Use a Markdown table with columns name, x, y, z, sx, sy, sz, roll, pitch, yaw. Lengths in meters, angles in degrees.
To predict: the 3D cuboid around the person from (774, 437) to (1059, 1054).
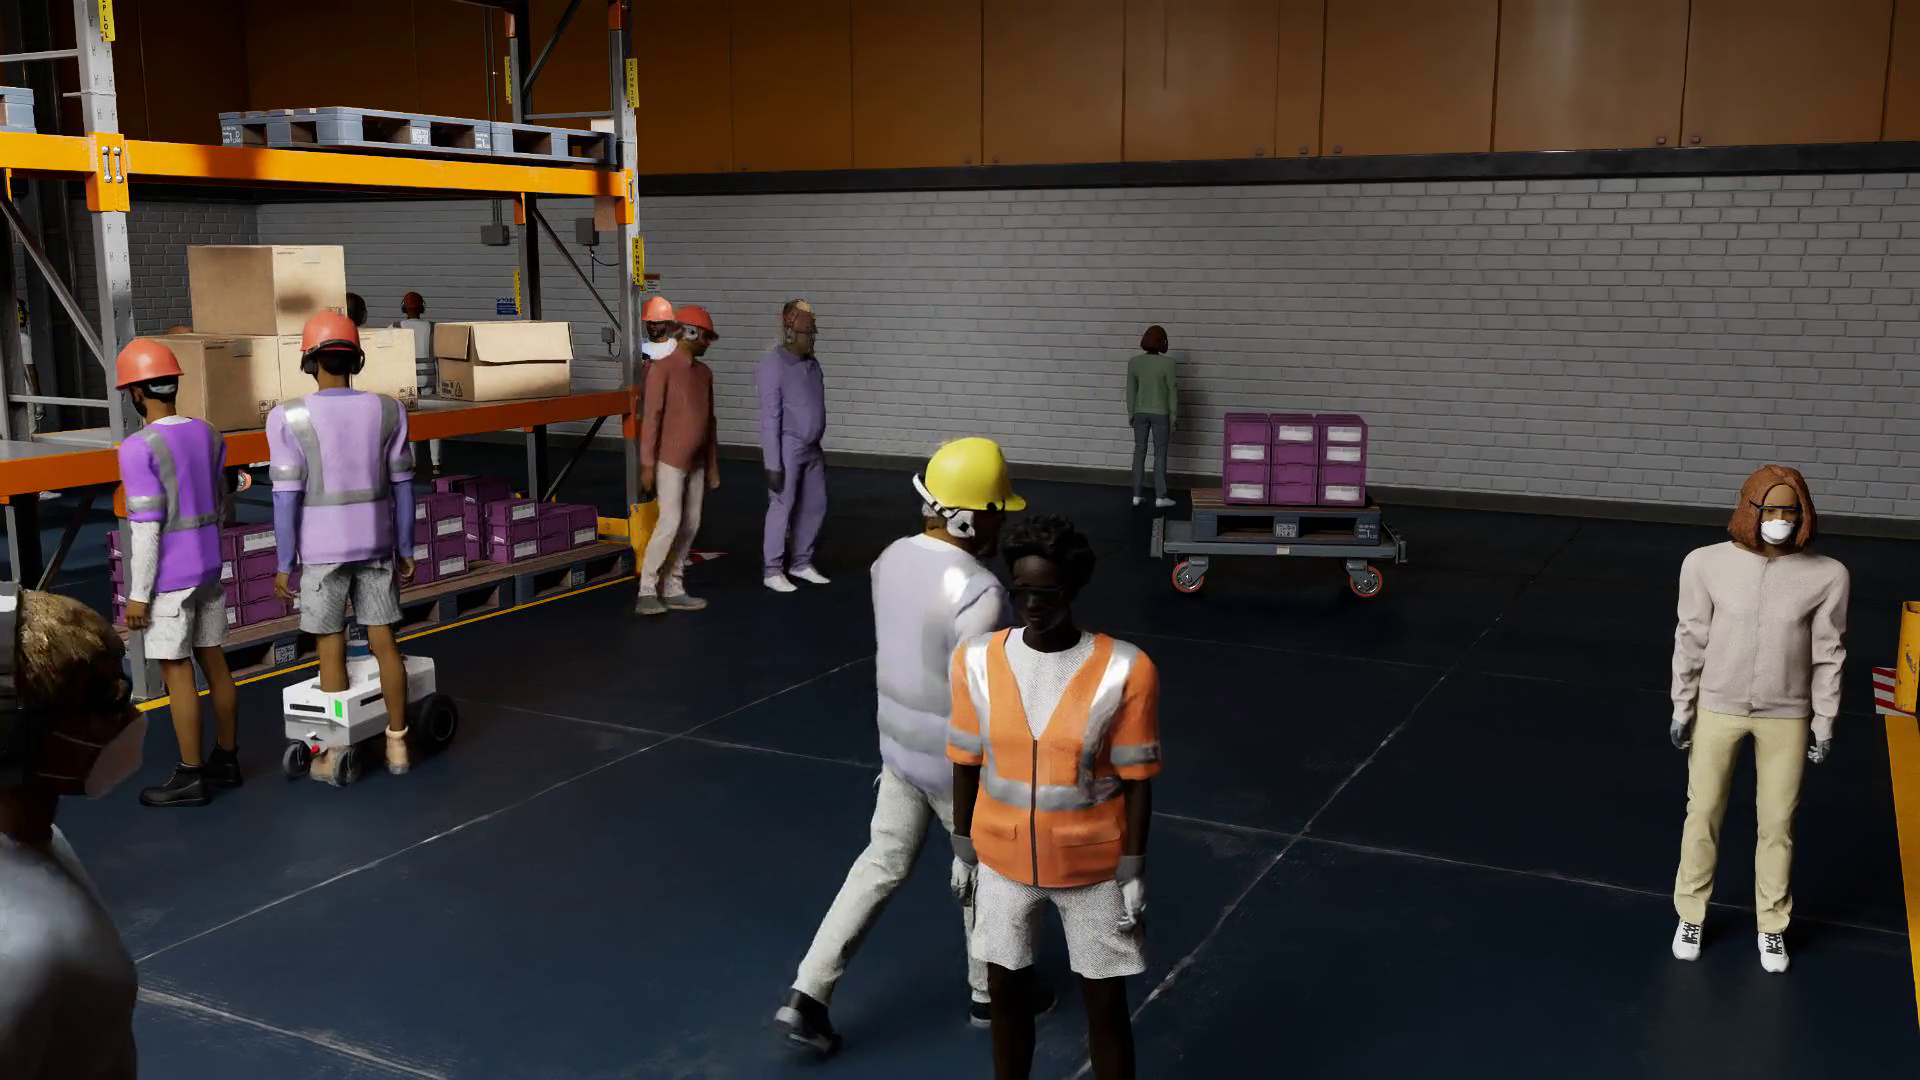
| name | x | y | z | sx | sy | sz | roll | pitch | yaw |
| --- | --- | --- | --- | --- | --- | --- | --- | --- | --- |
| person | -0.112 | 0.598 | 4.661 | 0.874 | 1.791 | 0.614 | -6 | 12 | -33 |

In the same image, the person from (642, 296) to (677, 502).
| name | x | y | z | sx | sy | sz | roll | pitch | yaw |
| --- | --- | --- | --- | --- | --- | --- | --- | --- | --- |
| person | -2.406 | -0.982 | 13.367 | 0.547 | 1.934 | 0.376 | -3 | 10 | -17 |

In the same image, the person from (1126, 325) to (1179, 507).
| name | x | y | z | sx | sy | sz | roll | pitch | yaw |
| --- | --- | --- | --- | --- | --- | --- | --- | --- | --- |
| person | 1.739 | -1.116 | 15.014 | 0.507 | 1.631 | 0.266 | 7 | 12 | 33 |

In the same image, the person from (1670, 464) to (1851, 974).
| name | x | y | z | sx | sy | sz | roll | pitch | yaw |
| --- | --- | --- | --- | --- | --- | --- | --- | --- | --- |
| person | 2.528 | 0.566 | 5.304 | 0.497 | 1.629 | 0.276 | 4 | 10 | 20 |

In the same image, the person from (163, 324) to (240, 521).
| name | x | y | z | sx | sy | sz | roll | pitch | yaw |
| --- | --- | --- | --- | --- | --- | --- | --- | --- | --- |
| person | -4.910 | -0.459 | 10.638 | 0.619 | 1.835 | 0.430 | -1 | 10 | -6 |

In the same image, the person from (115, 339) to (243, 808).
| name | x | y | z | sx | sy | sz | roll | pitch | yaw |
| --- | --- | --- | --- | --- | --- | --- | --- | --- | --- |
| person | -3.253 | 0.143 | 6.869 | 0.375 | 1.930 | 0.542 | 2 | 10 | 12 |

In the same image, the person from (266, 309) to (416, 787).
| name | x | y | z | sx | sy | sz | roll | pitch | yaw |
| --- | --- | --- | --- | --- | --- | --- | --- | --- | --- |
| person | -2.661 | 0.033 | 7.178 | 0.614 | 2.040 | 0.390 | -8 | 13 | -40 |

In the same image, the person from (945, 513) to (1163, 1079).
| name | x | y | z | sx | sy | sz | roll | pitch | yaw |
| --- | --- | --- | --- | --- | --- | --- | --- | --- | --- |
| person | 0.217 | 0.765 | 3.974 | 0.533 | 1.687 | 0.320 | 4 | 10 | 19 |

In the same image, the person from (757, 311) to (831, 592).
| name | x | y | z | sx | sy | sz | roll | pitch | yaw |
| --- | --- | --- | --- | --- | --- | --- | --- | --- | --- |
| person | -1.111 | -0.603 | 11.325 | 0.425 | 1.892 | 0.725 | 5 | 11 | 25 |

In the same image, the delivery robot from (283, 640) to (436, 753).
| name | x | y | z | sx | sy | sz | roll | pitch | yaw |
| --- | --- | --- | --- | --- | --- | --- | --- | --- | --- |
| delivery robot | -2.667 | 0.690 | 7.409 | 0.477 | 0.478 | 0.707 | 3 | 10 | 19 |

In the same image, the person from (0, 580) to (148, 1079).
| name | x | y | z | sx | sy | sz | roll | pitch | yaw |
| --- | --- | --- | --- | --- | --- | --- | --- | --- | --- |
| person | -1.270 | 0.987 | 2.123 | 0.998 | 1.898 | 0.636 | -7 | 12 | -36 |

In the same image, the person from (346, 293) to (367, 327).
| name | x | y | z | sx | sy | sz | roll | pitch | yaw |
| --- | --- | --- | --- | --- | --- | --- | --- | --- | --- |
| person | -5.270 | -1.178 | 14.504 | 0.629 | 1.937 | 0.373 | 9 | 13 | 41 |

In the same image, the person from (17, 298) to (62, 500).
| name | x | y | z | sx | sy | sz | roll | pitch | yaw |
| --- | --- | --- | --- | --- | --- | --- | --- | --- | --- |
| person | -8.651 | -1.290 | 15.339 | 0.511 | 1.872 | 0.329 | 3 | 10 | 16 |

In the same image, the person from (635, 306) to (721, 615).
| name | x | y | z | sx | sy | sz | roll | pitch | yaw |
| --- | --- | --- | --- | --- | --- | --- | --- | --- | --- |
| person | -1.772 | -0.497 | 10.541 | 0.372 | 1.943 | 0.717 | 5 | 11 | 25 |

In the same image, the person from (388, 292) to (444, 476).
| name | x | y | z | sx | sy | sz | roll | pitch | yaw |
| --- | --- | --- | --- | --- | --- | --- | --- | --- | --- |
| person | -5.579 | -1.603 | 17.107 | 0.585 | 1.882 | 0.340 | -5 | 11 | -27 |

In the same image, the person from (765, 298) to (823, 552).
| name | x | y | z | sx | sy | sz | roll | pitch | yaw |
| --- | --- | --- | --- | --- | --- | --- | --- | --- | --- |
| person | -1.275 | -0.882 | 12.793 | 0.372 | 1.934 | 0.627 | 3 | 10 | 15 |
